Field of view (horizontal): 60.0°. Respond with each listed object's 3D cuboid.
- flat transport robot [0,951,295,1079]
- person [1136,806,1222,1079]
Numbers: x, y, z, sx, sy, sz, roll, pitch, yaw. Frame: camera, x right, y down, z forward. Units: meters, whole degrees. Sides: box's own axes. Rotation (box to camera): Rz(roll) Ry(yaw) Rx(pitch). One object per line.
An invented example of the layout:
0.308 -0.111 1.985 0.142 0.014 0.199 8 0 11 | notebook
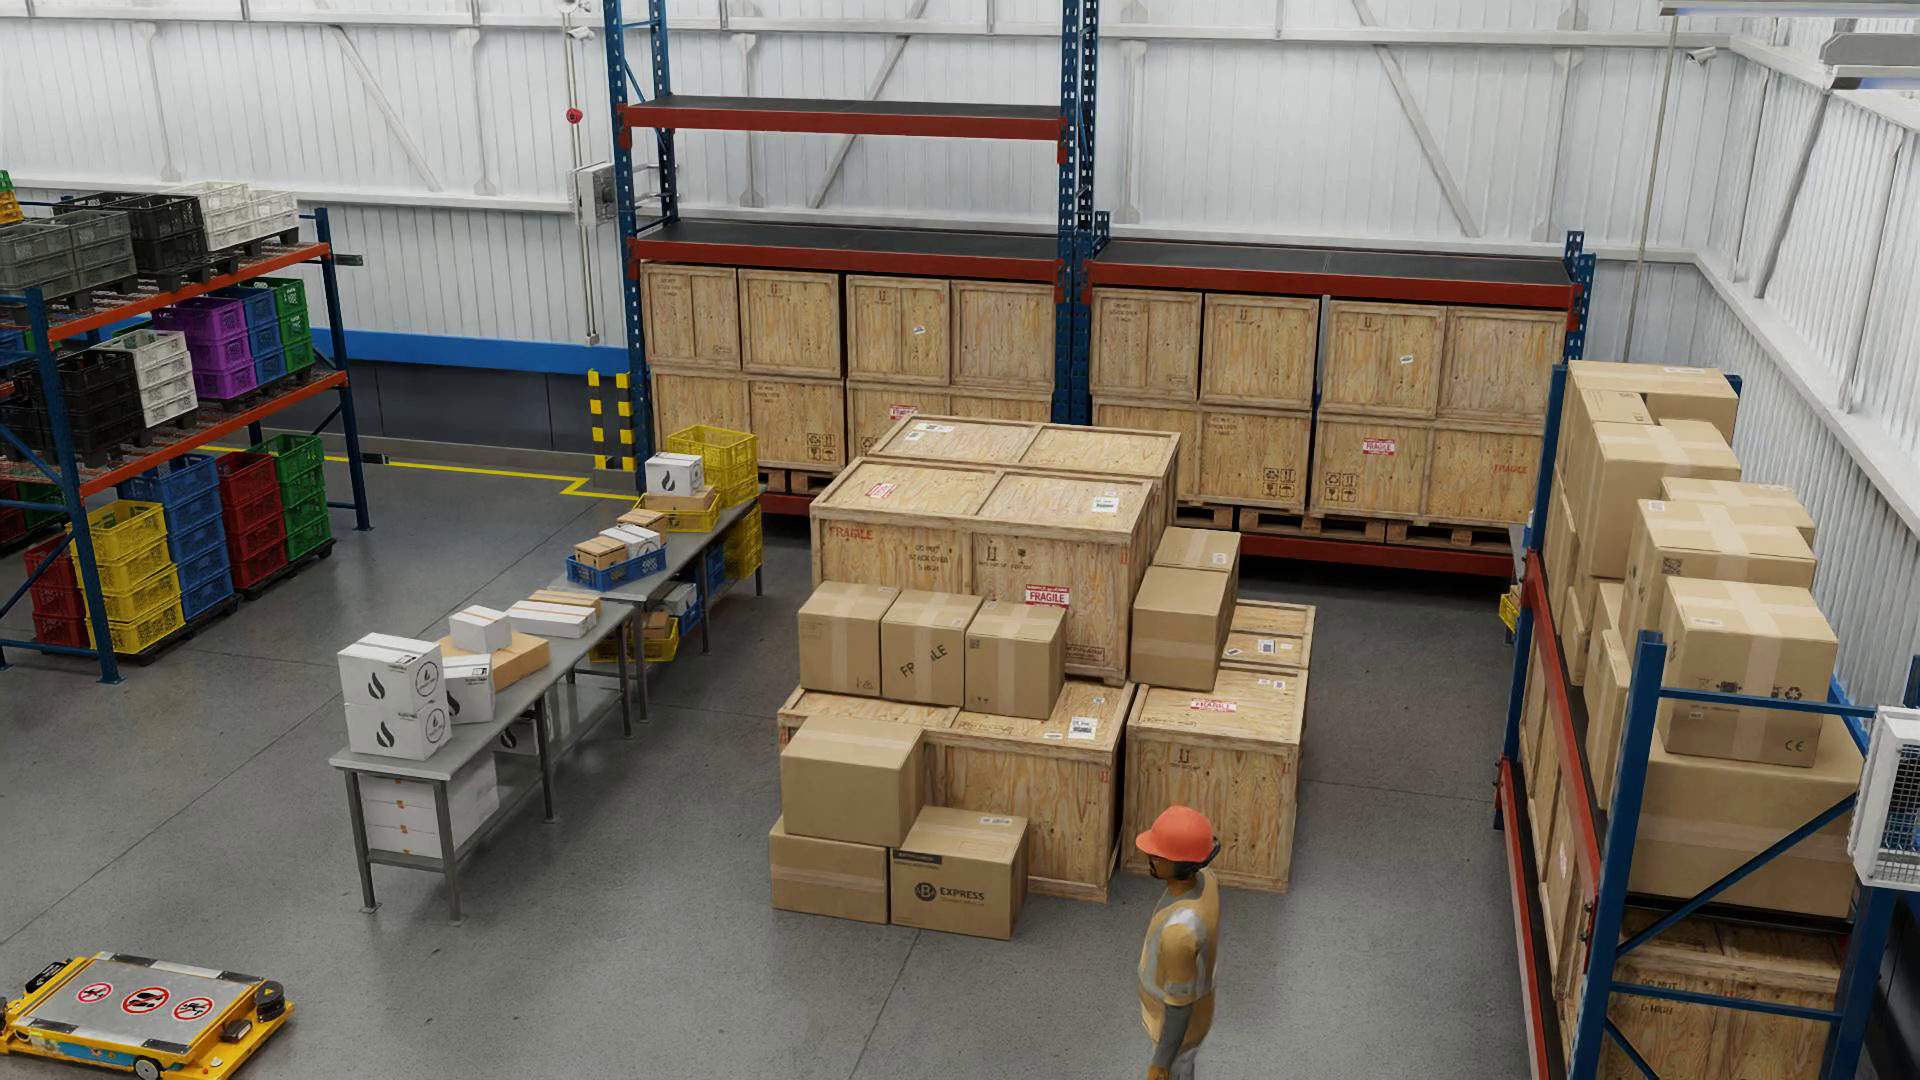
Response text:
-4.270 2.464 8.601 1.431 0.231 0.659 5 22 13 | flat transport robot
0.910 2.054 7.183 0.362 2.048 0.610 5 21 13 | person
